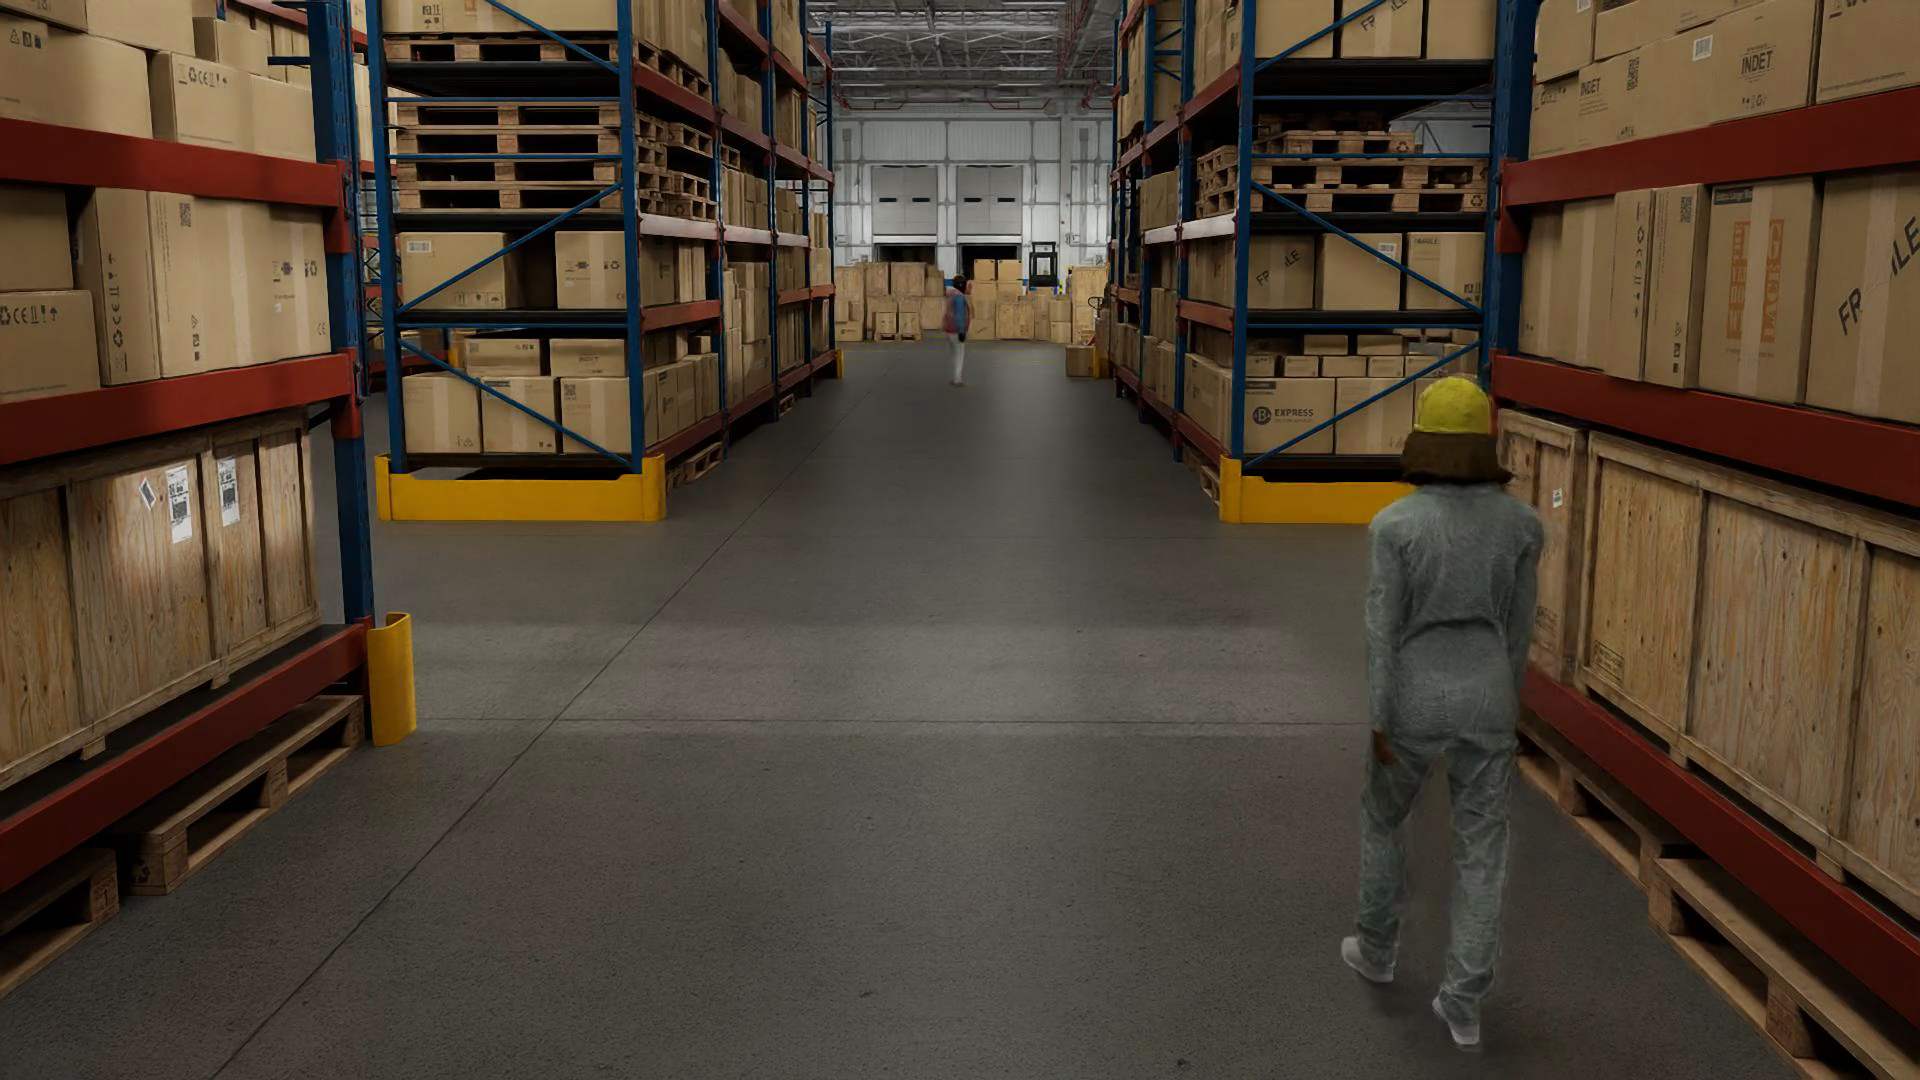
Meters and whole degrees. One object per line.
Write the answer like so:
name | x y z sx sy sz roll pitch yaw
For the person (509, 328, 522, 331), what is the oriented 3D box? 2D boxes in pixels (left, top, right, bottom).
person | -5.419 -2.277 20.892 0.538 1.648 0.910 0 9 1

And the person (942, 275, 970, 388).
person | -0.064 -3.396 27.084 0.440 1.821 0.674 -2 10 -13

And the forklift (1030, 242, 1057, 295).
forklift | 3.230 -10.146 64.339 1.129 2.768 1.873 0 9 1

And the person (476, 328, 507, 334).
person | -7.878 -3.605 27.975 0.553 1.935 0.362 0 9 3

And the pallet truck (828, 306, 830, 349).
pallet truck | -3.100 -3.940 29.800 1.885 1.965 0.823 3 10 19

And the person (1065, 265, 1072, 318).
person | 4.012 -8.965 60.158 0.582 1.919 0.394 -8 12 -39

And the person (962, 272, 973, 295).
person | 0.281 -8.857 60.179 0.566 1.688 0.321 0 9 1

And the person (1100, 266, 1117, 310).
person | 3.524 -5.434 38.945 1.045 1.942 0.615 -3 10 -17

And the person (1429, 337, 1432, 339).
person | 12.512 -6.220 43.693 0.431 1.917 0.726 6 11 32

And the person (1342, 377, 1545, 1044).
person | 1.288 0.426 4.486 0.486 1.717 0.733 0 9 0
